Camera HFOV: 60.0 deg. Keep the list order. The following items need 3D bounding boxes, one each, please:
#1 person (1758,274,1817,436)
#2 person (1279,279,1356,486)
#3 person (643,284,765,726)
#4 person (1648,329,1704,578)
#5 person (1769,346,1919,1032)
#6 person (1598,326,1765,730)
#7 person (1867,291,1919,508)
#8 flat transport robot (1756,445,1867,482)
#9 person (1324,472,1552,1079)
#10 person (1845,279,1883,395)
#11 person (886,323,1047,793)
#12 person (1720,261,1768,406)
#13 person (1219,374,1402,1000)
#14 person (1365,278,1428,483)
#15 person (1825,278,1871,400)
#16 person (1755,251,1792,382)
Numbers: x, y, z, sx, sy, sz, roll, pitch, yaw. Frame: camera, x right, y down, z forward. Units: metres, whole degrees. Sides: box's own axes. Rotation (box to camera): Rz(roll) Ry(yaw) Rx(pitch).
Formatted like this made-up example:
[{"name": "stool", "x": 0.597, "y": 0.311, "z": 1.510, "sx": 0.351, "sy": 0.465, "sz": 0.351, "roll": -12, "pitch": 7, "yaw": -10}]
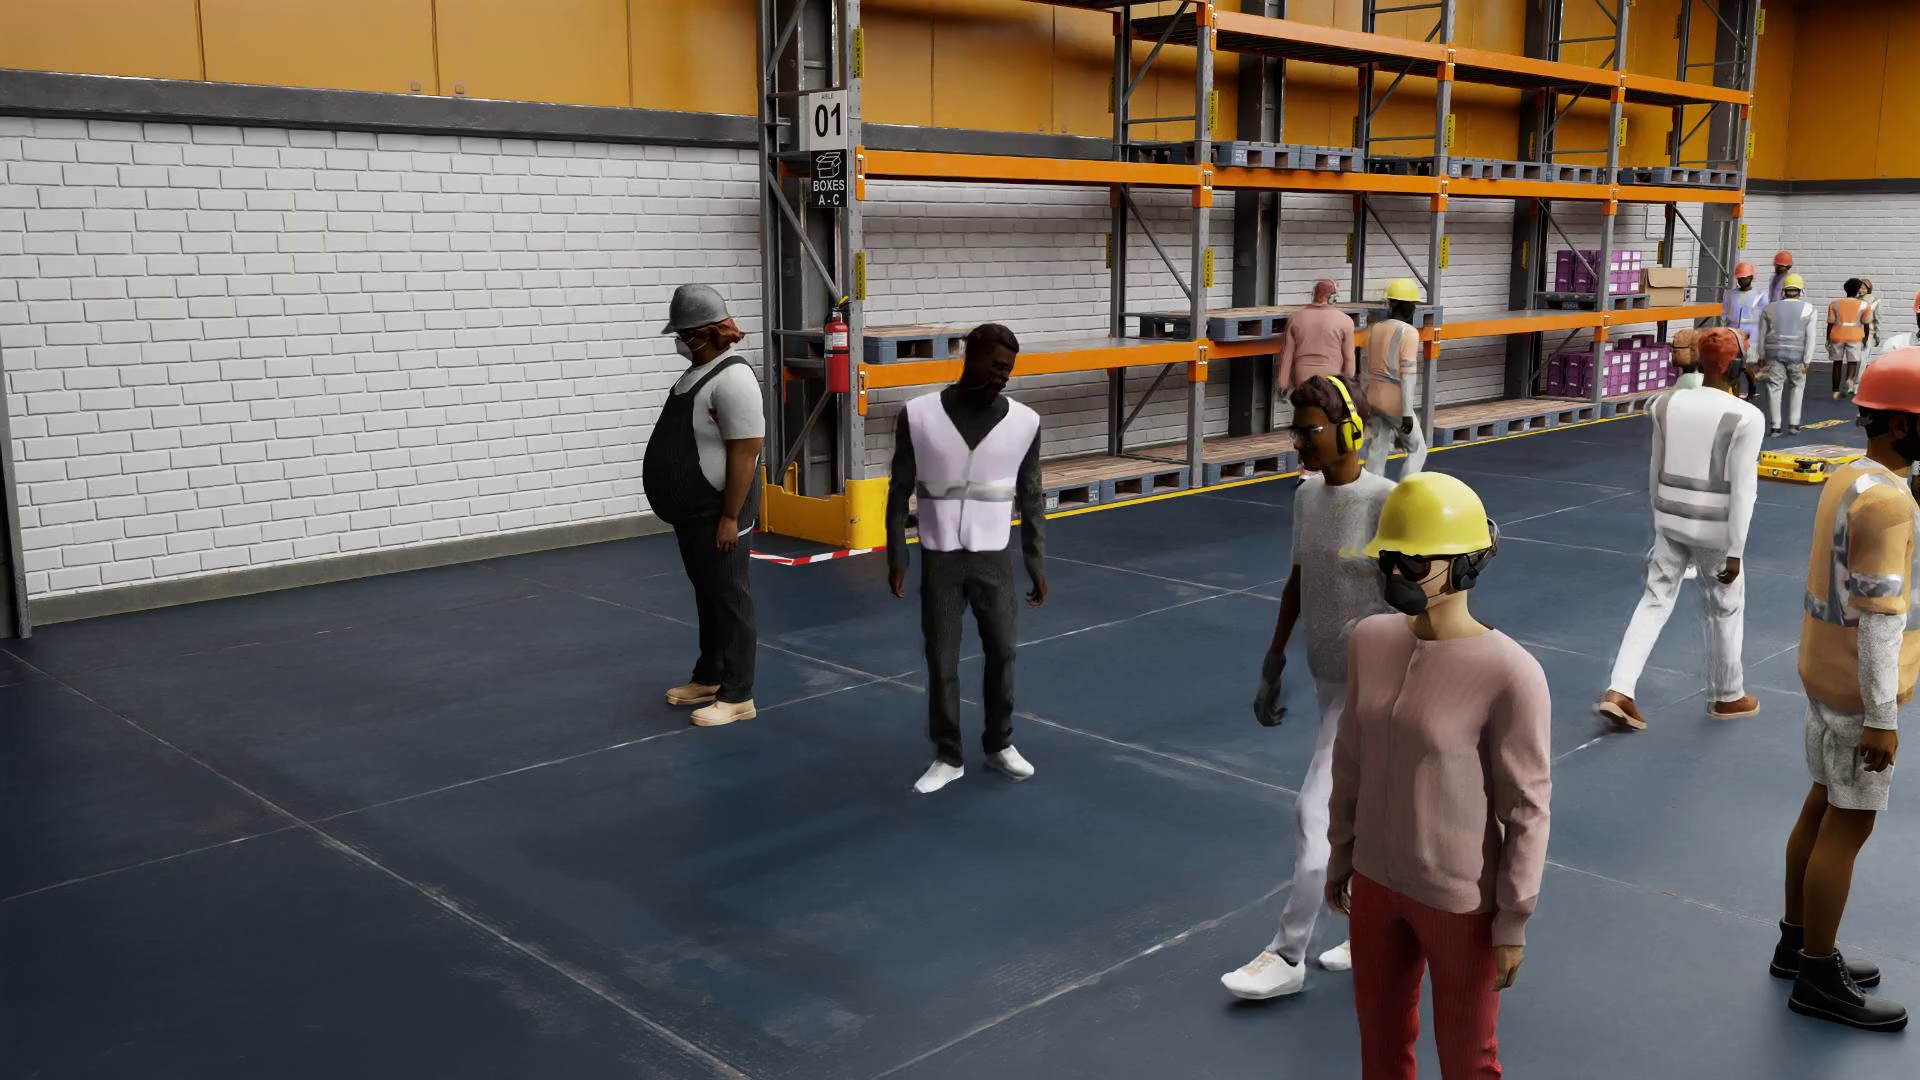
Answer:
[{"name": "person", "x": 9.285, "y": -2.076, "z": 18.693, "sx": 0.597, "sy": 1.807, "sz": 0.681, "roll": 6, "pitch": 12, "yaw": 32}, {"name": "person", "x": 3.214, "y": -1.416, "z": 14.988, "sx": 0.646, "sy": 1.861, "sz": 0.948, "roll": 7, "pitch": 12, "yaw": 33}, {"name": "person", "x": -1.189, "y": -0.172, "z": 7.683, "sx": 0.535, "sy": 2.000, "sz": 0.674, "roll": -5, "pitch": 11, "yaw": -24}, {"name": "person", "x": 4.743, "y": -0.562, "z": 10.919, "sx": 0.266, "sy": 1.632, "sz": 0.509, "roll": 3, "pitch": 11, "yaw": 13}, {"name": "person", "x": 2.611, "y": 0.415, "z": 4.764, "sx": 0.373, "sy": 1.934, "sz": 0.551, "roll": 3, "pitch": 11, "yaw": 17}, {"name": "person", "x": 3.308, "y": -0.044, "z": 7.530, "sx": 0.954, "sy": 1.843, "sz": 0.580, "roll": -7, "pitch": 12, "yaw": -32}, {"name": "person", "x": 6.445, "y": -0.755, "z": 11.178, "sx": 0.640, "sy": 1.924, "sz": 0.568, "roll": -10, "pitch": 14, "yaw": -43}, {"name": "flat transport robot", "x": 8.040, "y": -0.730, "z": 15.557, "sx": 1.431, "sy": 0.197, "sz": 0.652, "roll": -7, "pitch": 12, "yaw": -33}, {"name": "person", "x": 0.966, "y": 0.733, "z": 3.498, "sx": 0.317, "sy": 1.767, "sz": 0.534, "roll": -7, "pitch": 12, "yaw": -32}, {"name": "person", "x": 12.705, "y": -2.864, "z": 23.490, "sx": 0.380, "sy": 1.627, "sz": 0.530, "roll": -10, "pitch": 14, "yaw": -44}, {"name": "person", "x": 0.023, "y": 0.073, "z": 6.772, "sx": 0.646, "sy": 1.888, "sz": 0.393, "roll": -1, "pitch": 10, "yaw": -6}, {"name": "person", "x": 9.880, "y": -2.546, "z": 20.996, "sx": 0.545, "sy": 1.915, "sz": 0.512, "roll": 9, "pitch": 14, "yaw": 40}, {"name": "person", "x": 1.035, "y": 0.439, "z": 4.914, "sx": 0.846, "sy": 1.830, "sz": 0.532, "roll": -4, "pitch": 11, "yaw": -21}, {"name": "person", "x": 3.391, "y": -1.042, "z": 12.772, "sx": 0.610, "sy": 1.905, "sz": 0.623, "roll": -4, "pitch": 11, "yaw": -21}, {"name": "person", "x": 11.991, "y": -2.704, "z": 22.497, "sx": 0.544, "sy": 1.675, "sz": 0.617, "roll": 6, "pitch": 12, "yaw": 30}, {"name": "person", "x": 12.419, "y": -3.369, "z": 25.215, "sx": 0.533, "sy": 2.003, "sz": 0.662, "roll": -2, "pitch": 11, "yaw": -9}]
